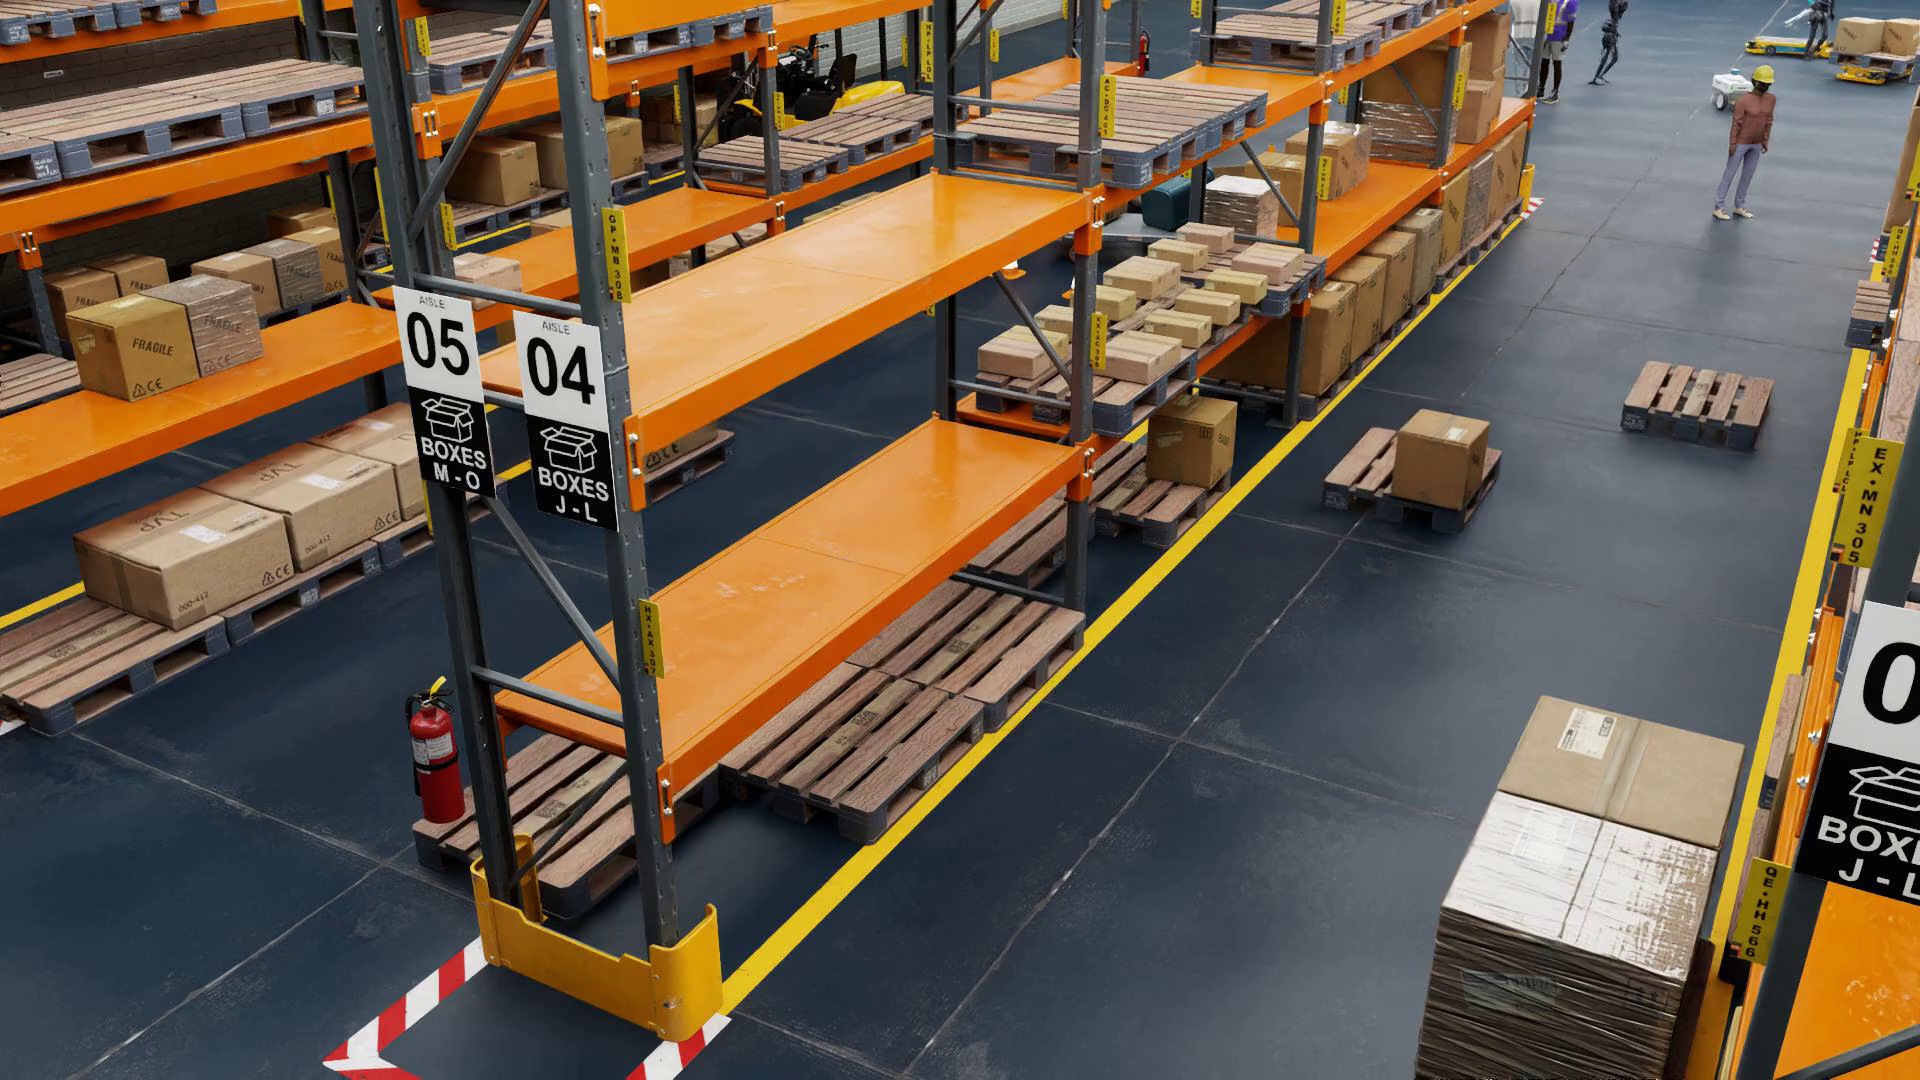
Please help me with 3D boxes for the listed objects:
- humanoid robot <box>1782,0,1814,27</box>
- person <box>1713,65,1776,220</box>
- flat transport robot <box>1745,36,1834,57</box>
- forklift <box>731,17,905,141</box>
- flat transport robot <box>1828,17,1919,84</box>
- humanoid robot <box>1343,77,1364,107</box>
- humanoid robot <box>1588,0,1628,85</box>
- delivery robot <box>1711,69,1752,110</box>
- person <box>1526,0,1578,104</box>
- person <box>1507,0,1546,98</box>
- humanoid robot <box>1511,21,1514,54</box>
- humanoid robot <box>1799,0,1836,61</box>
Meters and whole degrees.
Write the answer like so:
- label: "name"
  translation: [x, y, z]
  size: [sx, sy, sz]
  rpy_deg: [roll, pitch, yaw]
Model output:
- label: "humanoid robot"
  translation: [16.277, -10.623, 31.705]
  size: [0.973, 1.736, 0.548]
  rpy_deg: [0, 26, 1]
- label: "person"
  translation: [9.061, -4.555, 19.098]
  size: [0.515, 1.759, 0.343]
  rpy_deg: [-8, 27, -16]
- label: "flat transport robot"
  translation: [14.742, -8.753, 29.530]
  size: [1.431, 0.231, 0.659]
  rpy_deg: [10, 27, 20]
- label: "forklift"
  translation: [-1.819, -5.975, 21.543]
  size: [2.313, 2.155, 1.214]
  rpy_deg: [14, 29, 26]
- label: "flat transport robot"
  translation: [15.097, -7.710, 27.362]
  size: [1.431, 0.231, 0.659]
  rpy_deg: [-18, 31, -33]
- label: "humanoid robot"
  translation: [5.979, -7.177, 24.628]
  size: [0.408, 1.656, 0.596]
  rpy_deg: [-3, 26, -7]
- label: "humanoid robot"
  translation: [10.409, -8.114, 26.588]
  size: [0.365, 1.644, 0.603]
  rpy_deg: [11, 28, 22]
- label: "delivery robot"
  translation: [11.685, -6.800, 25.156]
  size: [0.507, 0.608, 0.779]
  rpy_deg: [0, 26, 0]
- label: "person"
  translation: [9.038, -7.656, 25.298]
  size: [0.368, 1.962, 0.607]
  rpy_deg: [-13, 29, -25]
- label: "person"
  translation: [8.635, -7.682, 25.427]
  size: [0.608, 1.894, 0.573]
  rpy_deg: [5, 26, 11]
- label: "humanoid robot"
  translation: [9.857, -9.310, 28.999]
  size: [0.555, 1.796, 0.703]
  rpy_deg: [-3, 26, -6]
- label: "humanoid robot"
  translation: [14.874, -9.124, 28.691]
  size: [0.613, 1.650, 0.332]
  rpy_deg: [-15, 29, -28]
